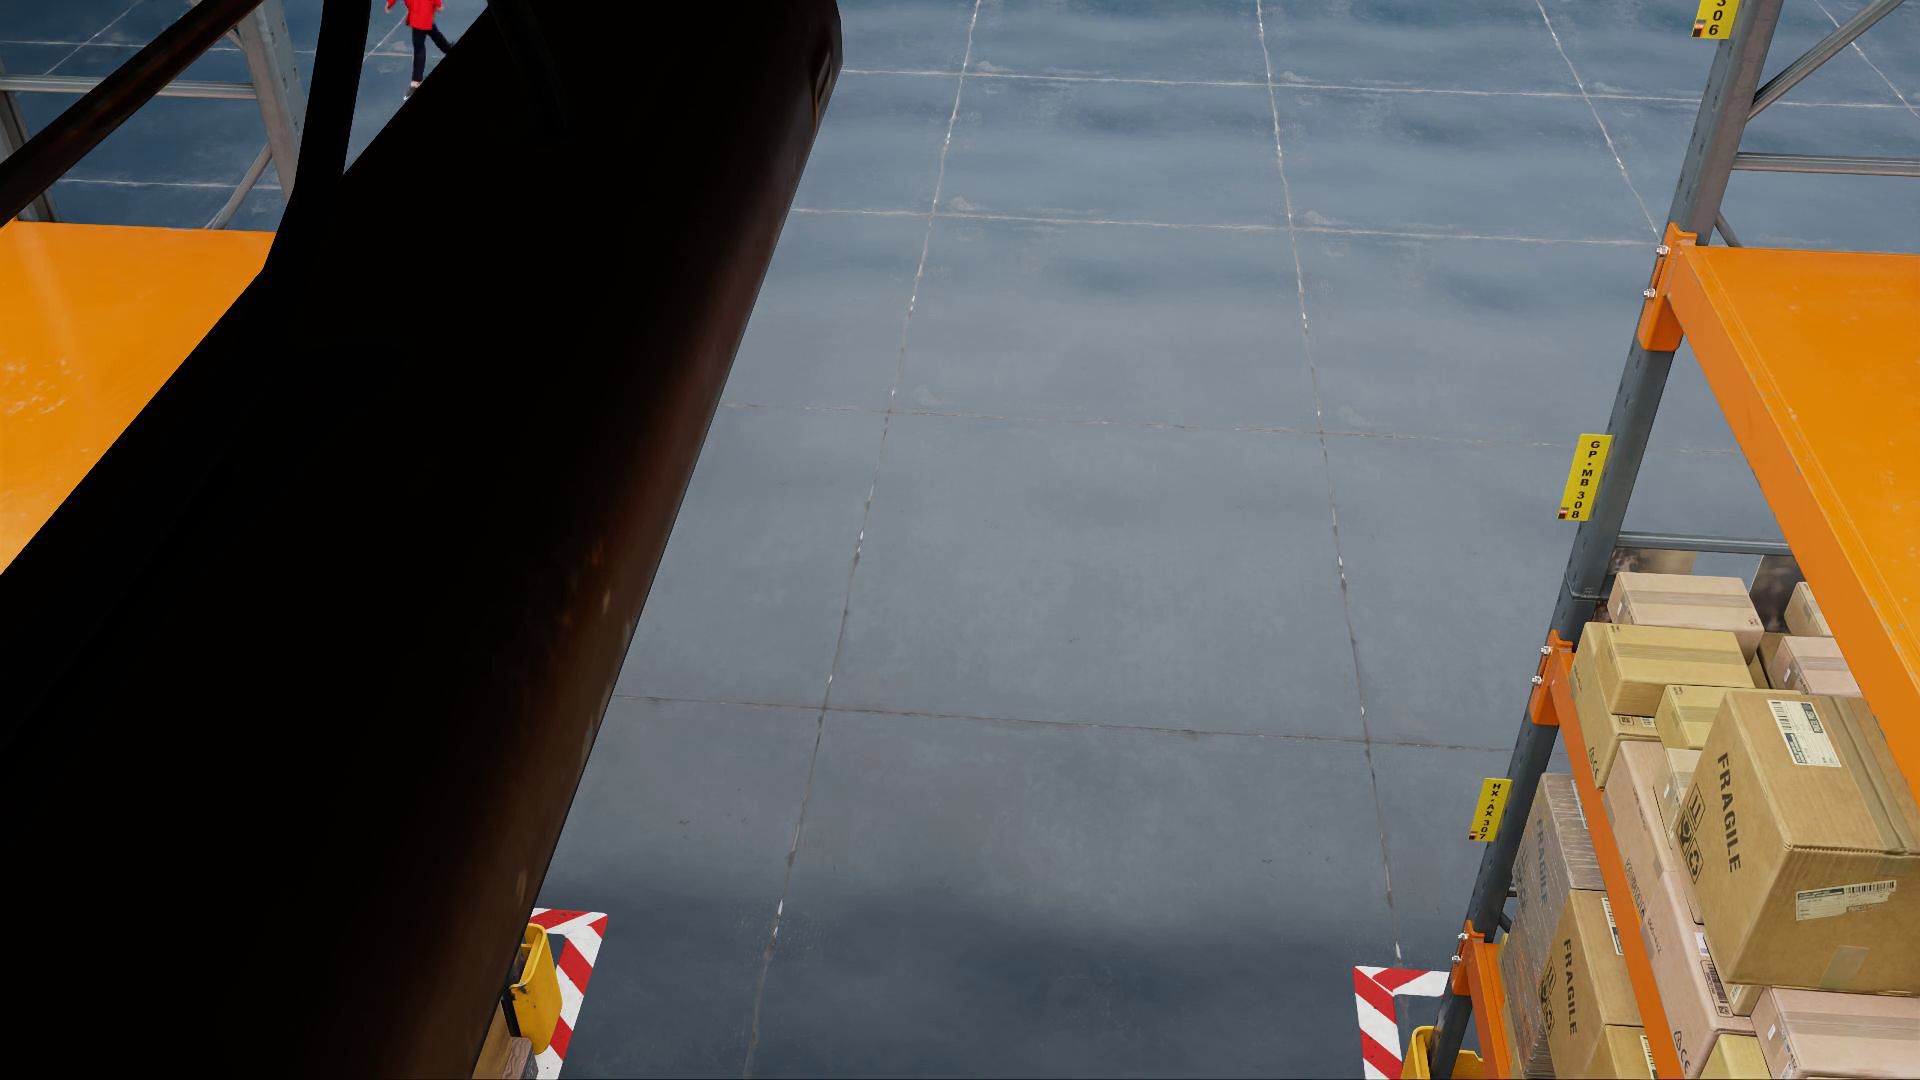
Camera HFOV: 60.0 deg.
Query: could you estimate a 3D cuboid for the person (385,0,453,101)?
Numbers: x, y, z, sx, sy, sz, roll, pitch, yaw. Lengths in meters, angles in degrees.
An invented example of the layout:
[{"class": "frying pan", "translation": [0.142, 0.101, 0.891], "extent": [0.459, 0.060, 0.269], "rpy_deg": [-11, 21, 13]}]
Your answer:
[{"class": "person", "translation": [-5.001, -5.032, 15.551], "extent": [0.907, 1.698, 1.187], "rpy_deg": [18, 41, 21]}]
